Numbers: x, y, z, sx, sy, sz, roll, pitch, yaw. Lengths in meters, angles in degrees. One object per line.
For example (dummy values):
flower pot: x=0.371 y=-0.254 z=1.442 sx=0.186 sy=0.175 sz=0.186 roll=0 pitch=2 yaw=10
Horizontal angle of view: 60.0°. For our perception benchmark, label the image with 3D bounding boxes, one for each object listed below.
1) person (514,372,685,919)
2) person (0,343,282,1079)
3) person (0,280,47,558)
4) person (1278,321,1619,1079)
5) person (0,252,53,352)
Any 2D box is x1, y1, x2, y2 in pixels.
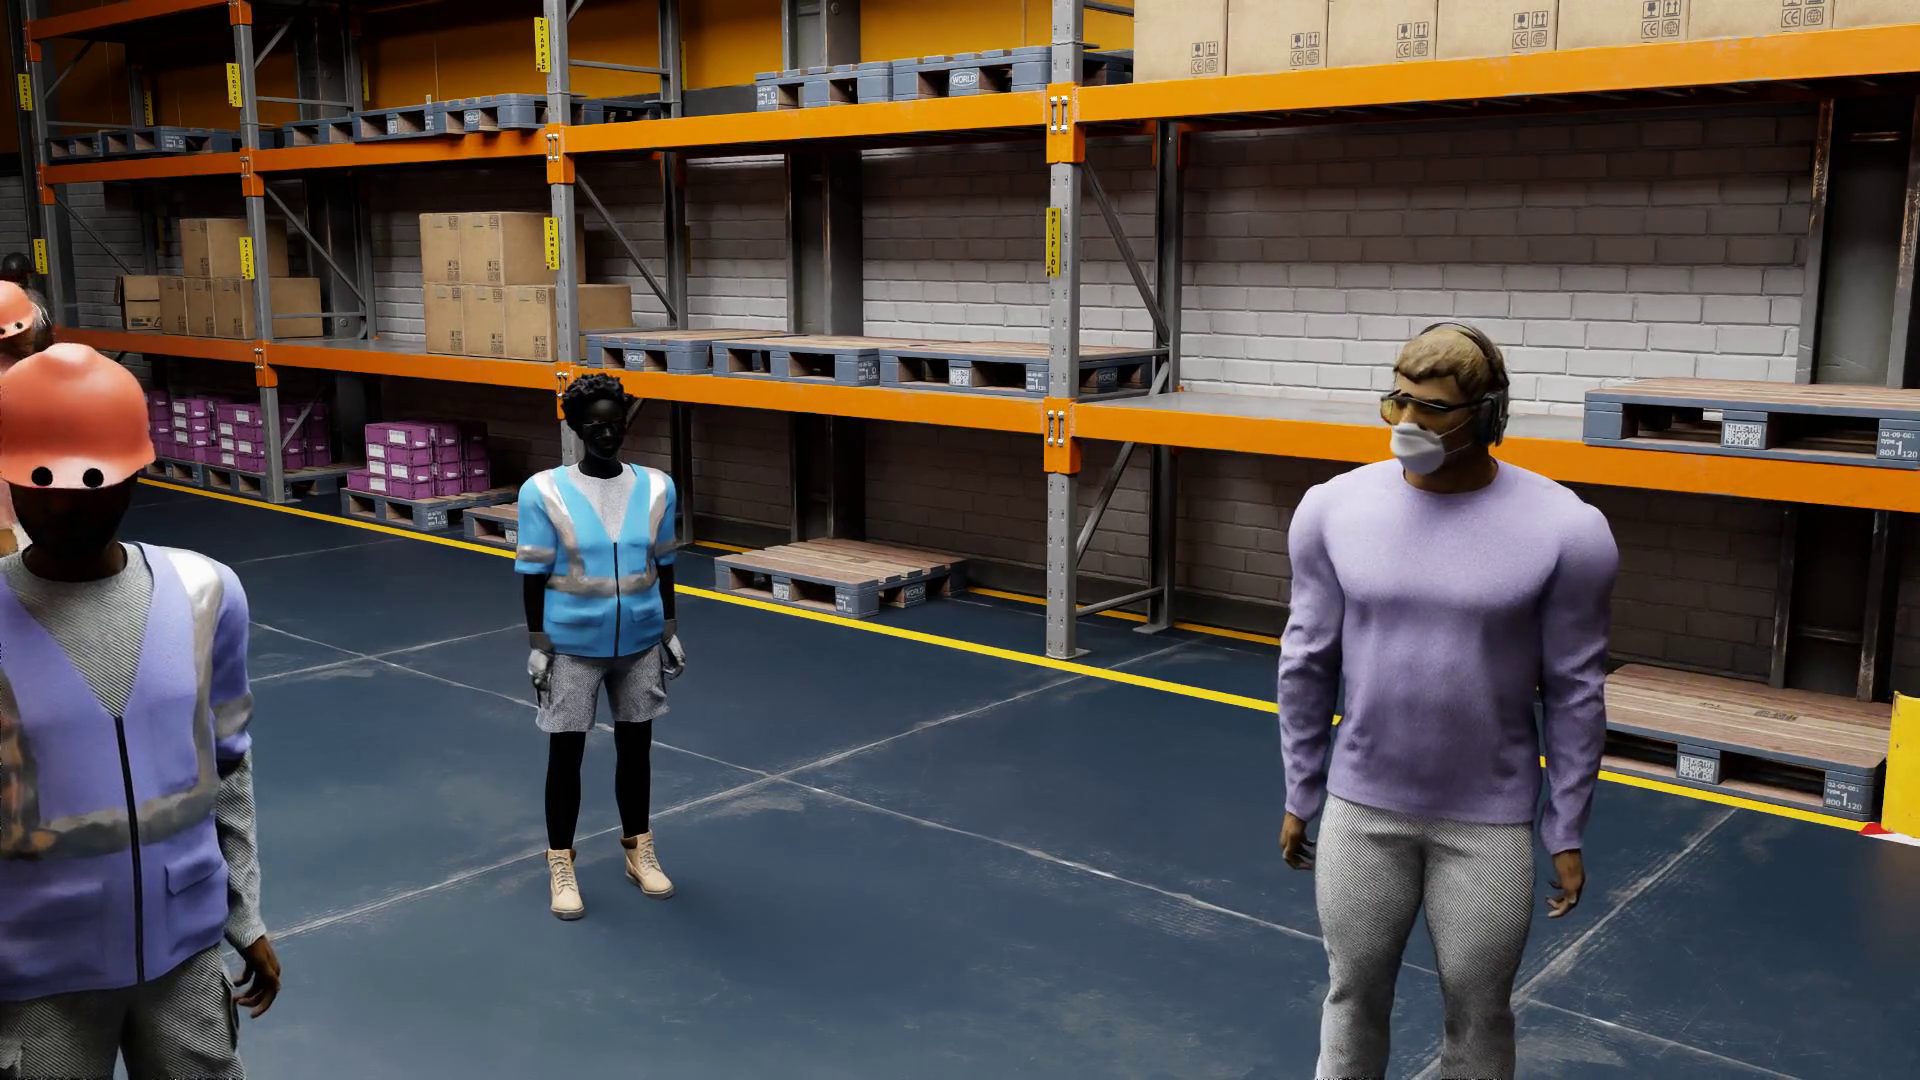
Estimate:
person: x=-1.118 y=0.323 z=5.218 sx=0.529 sy=1.697 sz=0.321 roll=-6 pitch=12 yaw=-31
person: x=-1.361 y=0.653 z=2.677 sx=0.381 sy=1.931 sz=0.548 roll=9 pitch=13 yaw=41
person: x=-3.931 y=-0.135 z=7.145 sx=0.399 sy=1.951 sz=0.791 roll=1 pitch=10 yaw=6
person: x=0.939 y=0.538 z=3.315 sx=0.630 sy=1.936 sz=0.366 roll=5 pitch=11 yaw=25
person: x=-9.413 y=-1.874 z=16.750 sx=0.688 sy=2.000 sz=0.536 roll=1 pitch=10 yaw=6
